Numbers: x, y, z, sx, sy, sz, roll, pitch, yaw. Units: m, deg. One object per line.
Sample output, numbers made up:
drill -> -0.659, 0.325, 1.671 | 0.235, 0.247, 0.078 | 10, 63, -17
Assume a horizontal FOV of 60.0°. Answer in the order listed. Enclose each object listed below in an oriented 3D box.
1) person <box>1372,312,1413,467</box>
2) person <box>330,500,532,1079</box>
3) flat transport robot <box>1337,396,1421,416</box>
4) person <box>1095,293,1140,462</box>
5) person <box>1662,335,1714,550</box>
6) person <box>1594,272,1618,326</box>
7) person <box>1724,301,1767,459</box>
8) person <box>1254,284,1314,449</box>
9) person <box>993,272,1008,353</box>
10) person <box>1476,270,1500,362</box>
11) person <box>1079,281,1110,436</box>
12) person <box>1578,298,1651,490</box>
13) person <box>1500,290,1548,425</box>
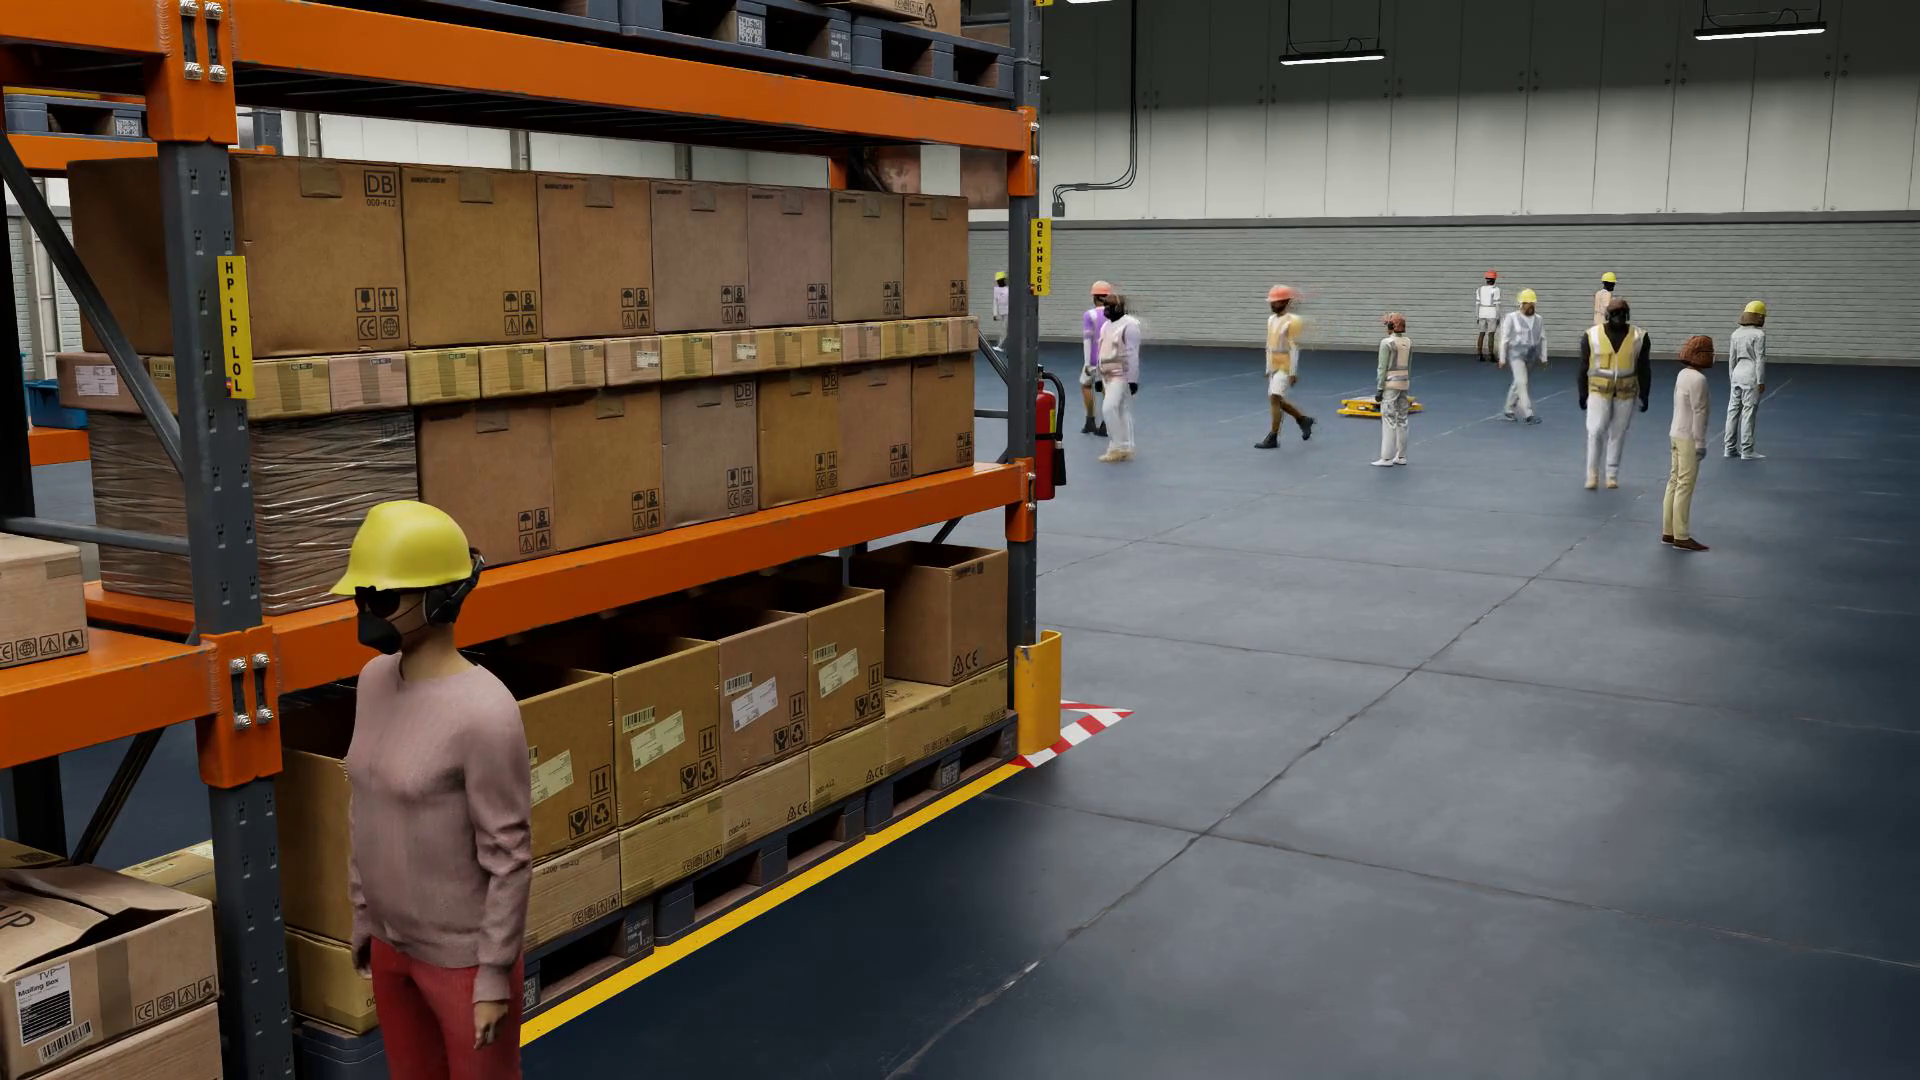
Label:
person -> 4.601, -1.590, 17.645 | 0.517, 1.634, 0.311 | -8, 13, -41
person -> -1.039, 0.796, 3.282 | 0.524, 1.769, 0.308 | 8, 12, 38
flat transport robot -> 5.914, -1.897, 23.422 | 0.652, 0.197, 1.431 | 7, 12, 37
person -> 1.630, -1.746, 17.989 | 0.629, 1.820, 0.658 | -4, 11, -23
person -> 5.574, -0.746, 12.695 | 0.285, 1.634, 0.499 | 1, 10, 7
person -> 12.018, -4.018, 30.995 | 0.378, 1.925, 0.594 | 1, 10, 4
person -> 8.697, -1.760, 18.337 | 0.305, 1.736, 0.484 | -3, 10, -17
person -> 3.811, -2.011, 19.332 | 0.777, 1.911, 0.543 | -4, 10, -22
person -> 1.082, -5.285, 38.621 | 1.016, 1.872, 0.633 | -9, 14, -44
person -> 11.133, -4.712, 35.026 | 0.365, 1.939, 0.542 | -8, 13, -41
person -> 1.725, -2.254, 20.694 | 0.560, 1.911, 0.657 | -4, 10, -21
person -> 6.213, -1.370, 15.790 | 0.648, 1.817, 0.723 | 3, 10, 16
person -> 7.538, -2.441, 22.190 | 0.613, 1.783, 0.925 | -3, 10, -17
